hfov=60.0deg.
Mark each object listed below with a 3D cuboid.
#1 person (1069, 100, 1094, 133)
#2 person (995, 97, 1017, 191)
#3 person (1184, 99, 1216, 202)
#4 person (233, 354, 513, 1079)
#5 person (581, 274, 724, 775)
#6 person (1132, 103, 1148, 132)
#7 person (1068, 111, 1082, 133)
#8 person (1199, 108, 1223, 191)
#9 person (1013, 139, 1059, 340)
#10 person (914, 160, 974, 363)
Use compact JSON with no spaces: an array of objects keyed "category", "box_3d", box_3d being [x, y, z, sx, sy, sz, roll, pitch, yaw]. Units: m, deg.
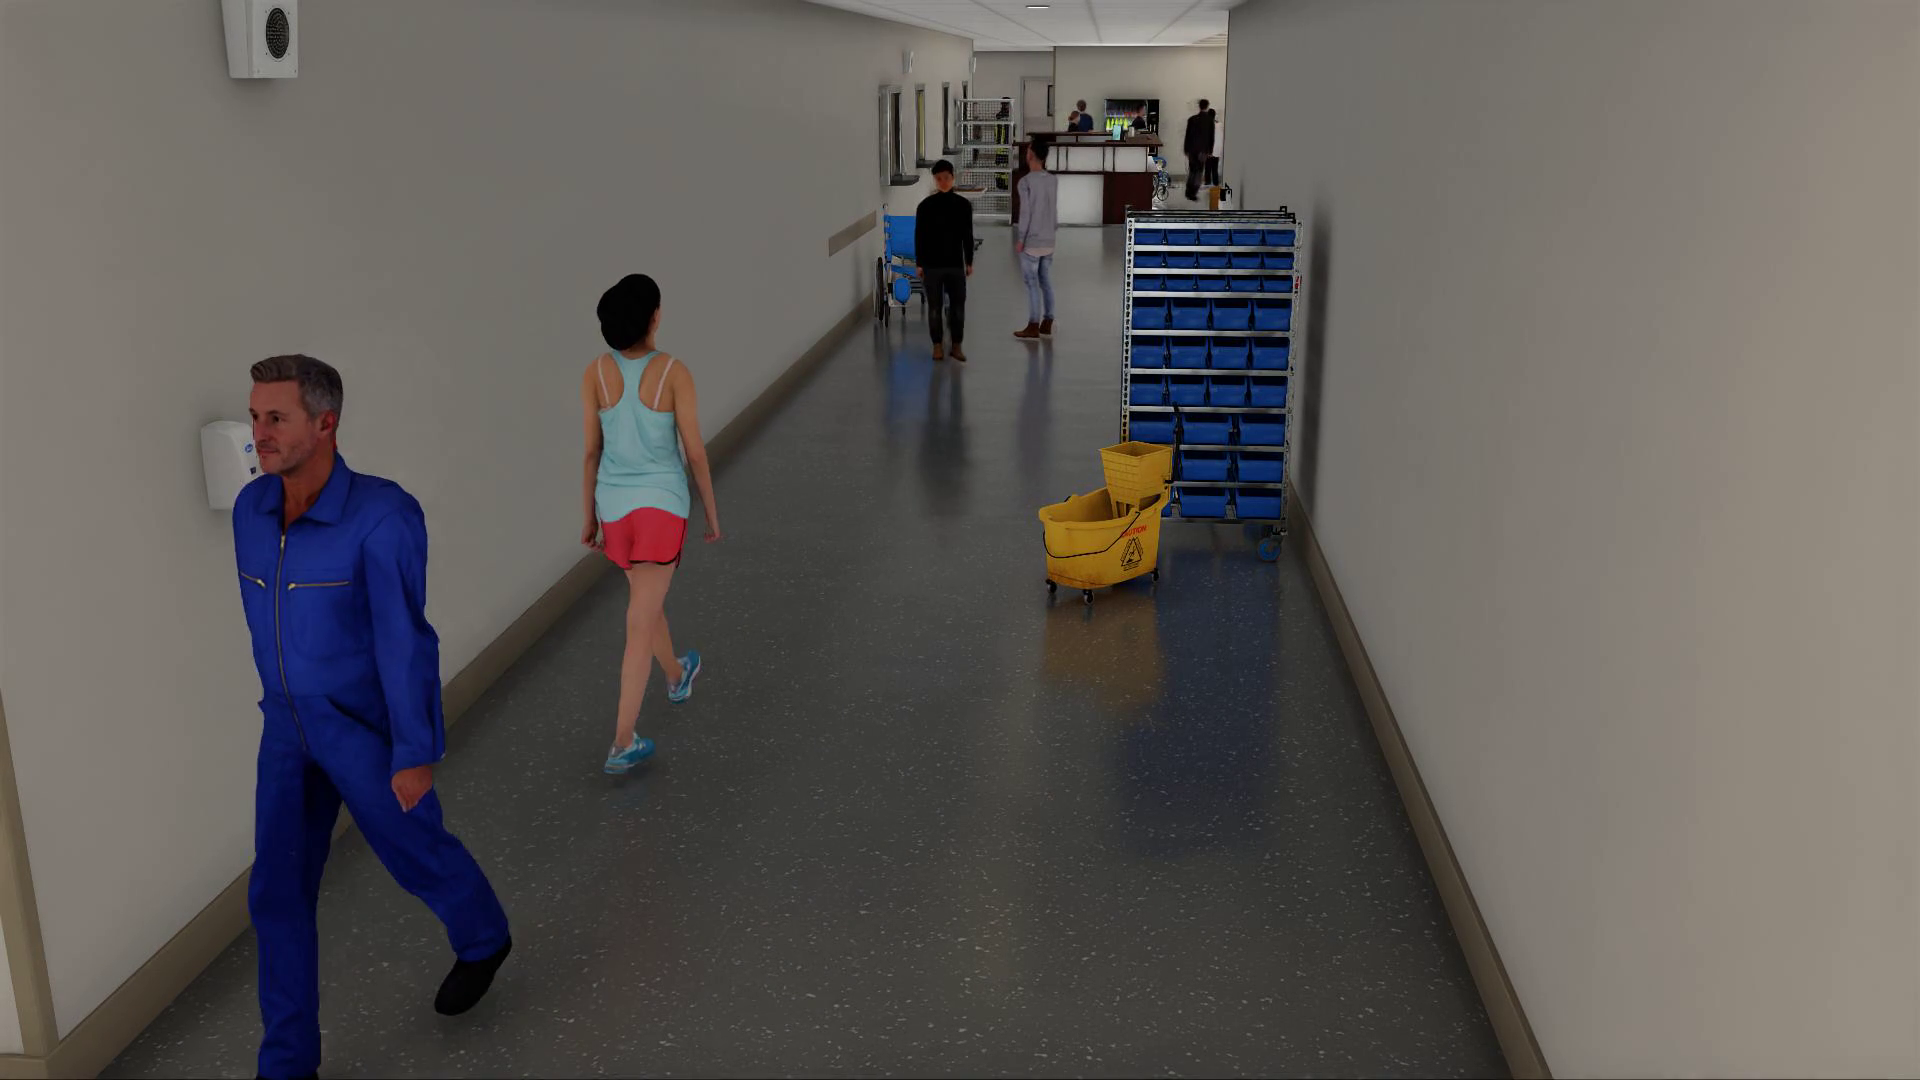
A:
[{"category":"person","box_3d":[2.556,-8.271,34.922,0.945,1.845,0.871,-1,16,-5]},{"category":"person","box_3d":[0.948,-8.480,35.509,0.913,1.928,0.886,-10,19,-32]},{"category":"person","box_3d":[4.588,-7.548,32.228,0.814,1.914,0.925,7,17,24]},{"category":"person","box_3d":[-1.433,0.456,4.071,1.191,1.788,1.024,6,17,21]},{"category":"person","box_3d":[-1.152,-0.022,5.907,1.146,1.712,0.783,4,16,13]},{"category":"person","box_3d":[3.469,-7.824,33.369,0.716,1.826,0.718,-1,16,-3]},{"category":"person","box_3d":[2.186,-7.681,33.139,0.713,1.676,0.704,-4,16,-15]},{"category":"person","box_3d":[5.352,-8.347,35.496,0.770,1.679,0.832,-12,20,-37]},{"category":"person","box_3d":[0.724,-2.830,15.630,0.758,1.840,0.797,-15,22,-42]},{"category":"person","box_3d":[-0.159,-2.416,14.408,0.713,1.706,0.796,-1,16,-5]}]
